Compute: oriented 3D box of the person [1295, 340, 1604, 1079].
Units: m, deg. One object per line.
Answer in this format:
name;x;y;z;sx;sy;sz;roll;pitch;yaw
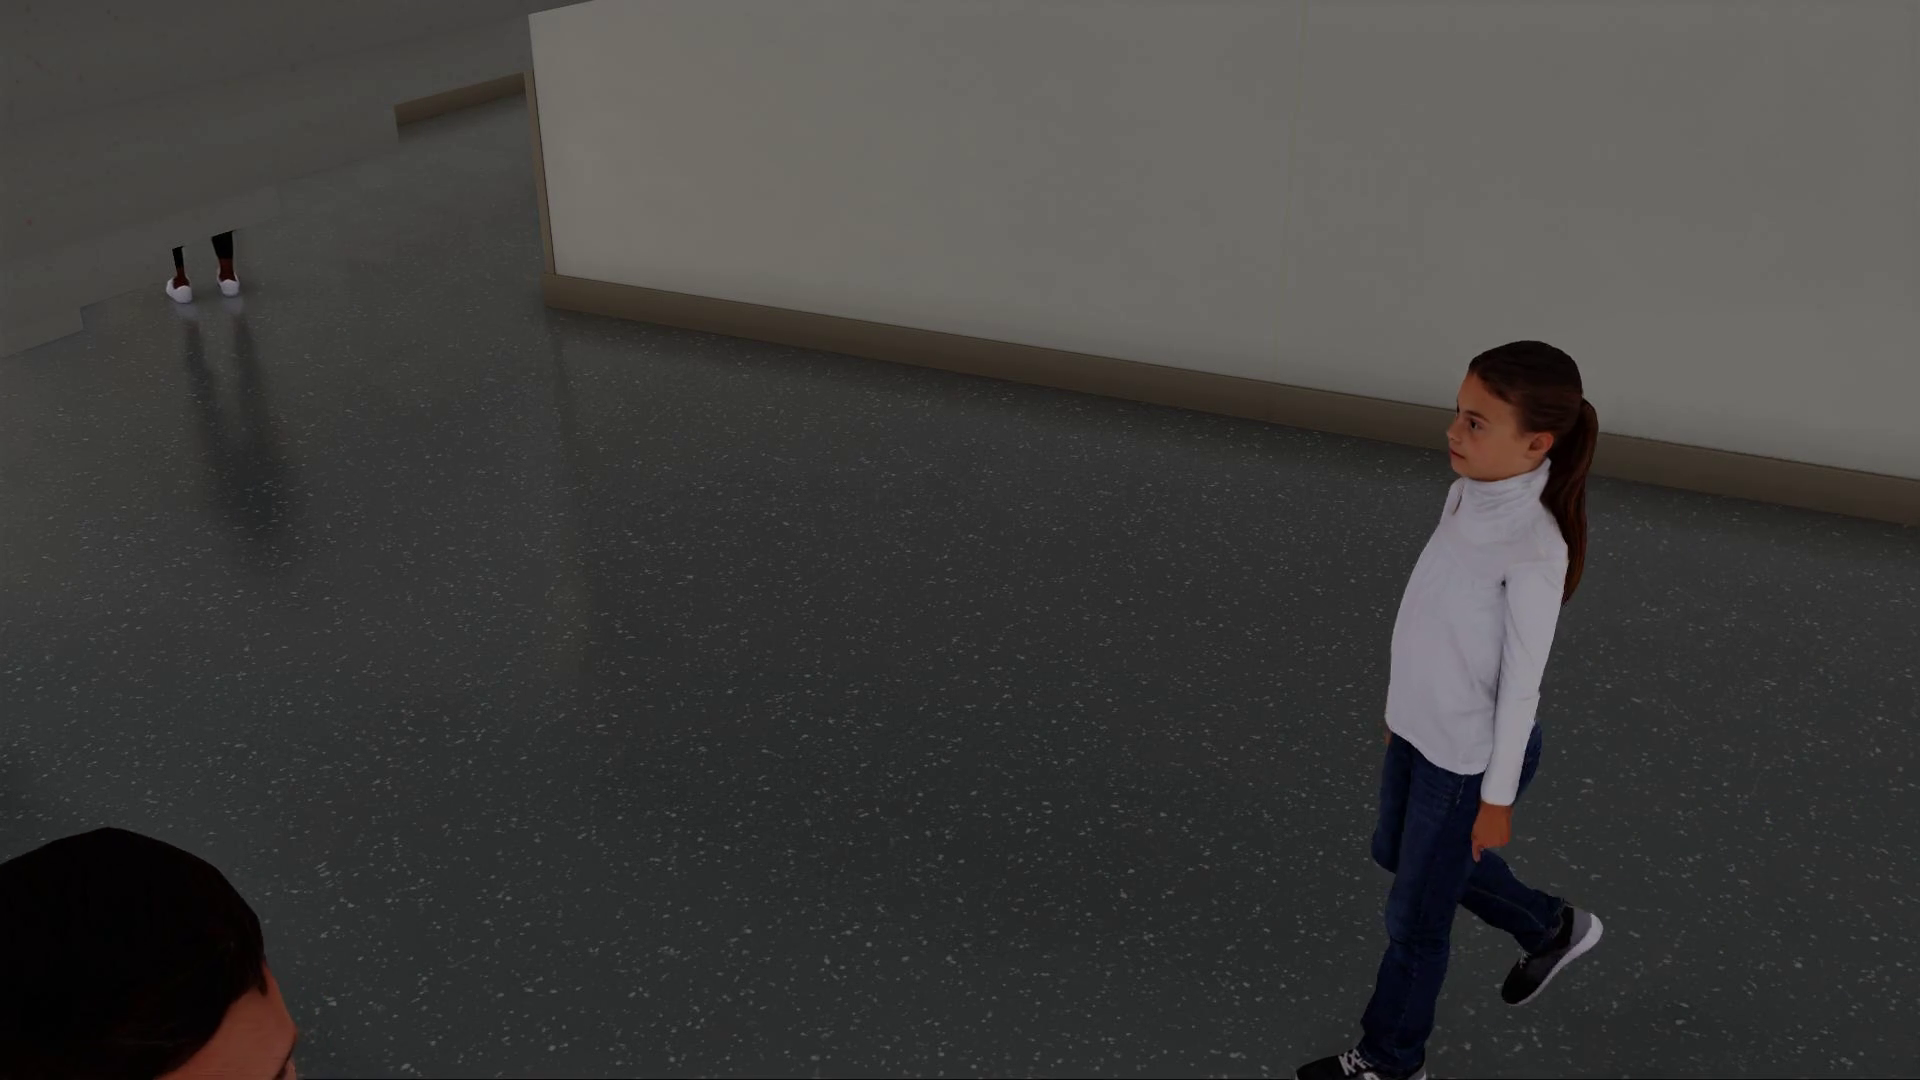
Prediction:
person;0.984;0.369;3.039;0.934;1.546;0.793;-4;26;-7
